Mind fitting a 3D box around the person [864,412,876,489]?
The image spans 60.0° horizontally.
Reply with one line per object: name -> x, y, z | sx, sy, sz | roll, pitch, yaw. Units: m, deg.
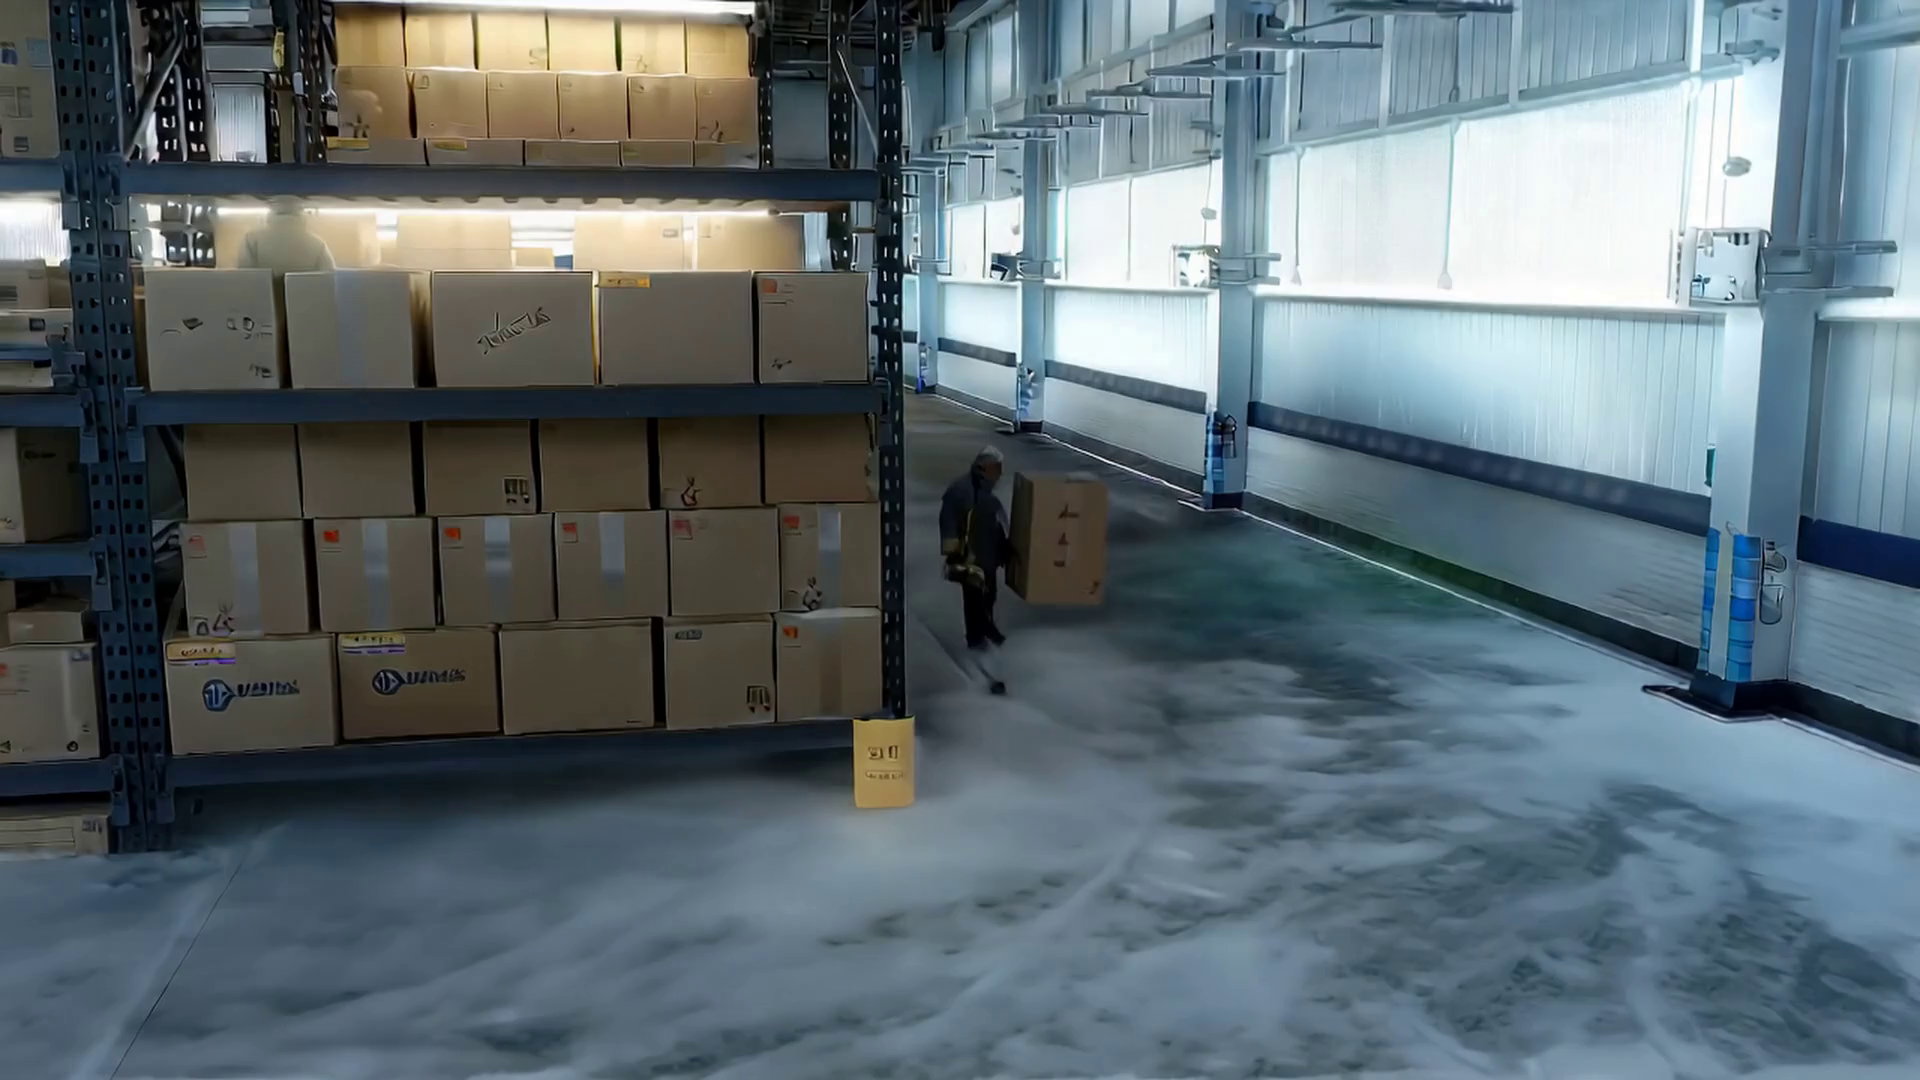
person -> -1.307, -1.180, 19.960 | 0.637, 1.916, 0.849 | -1, 9, -8
